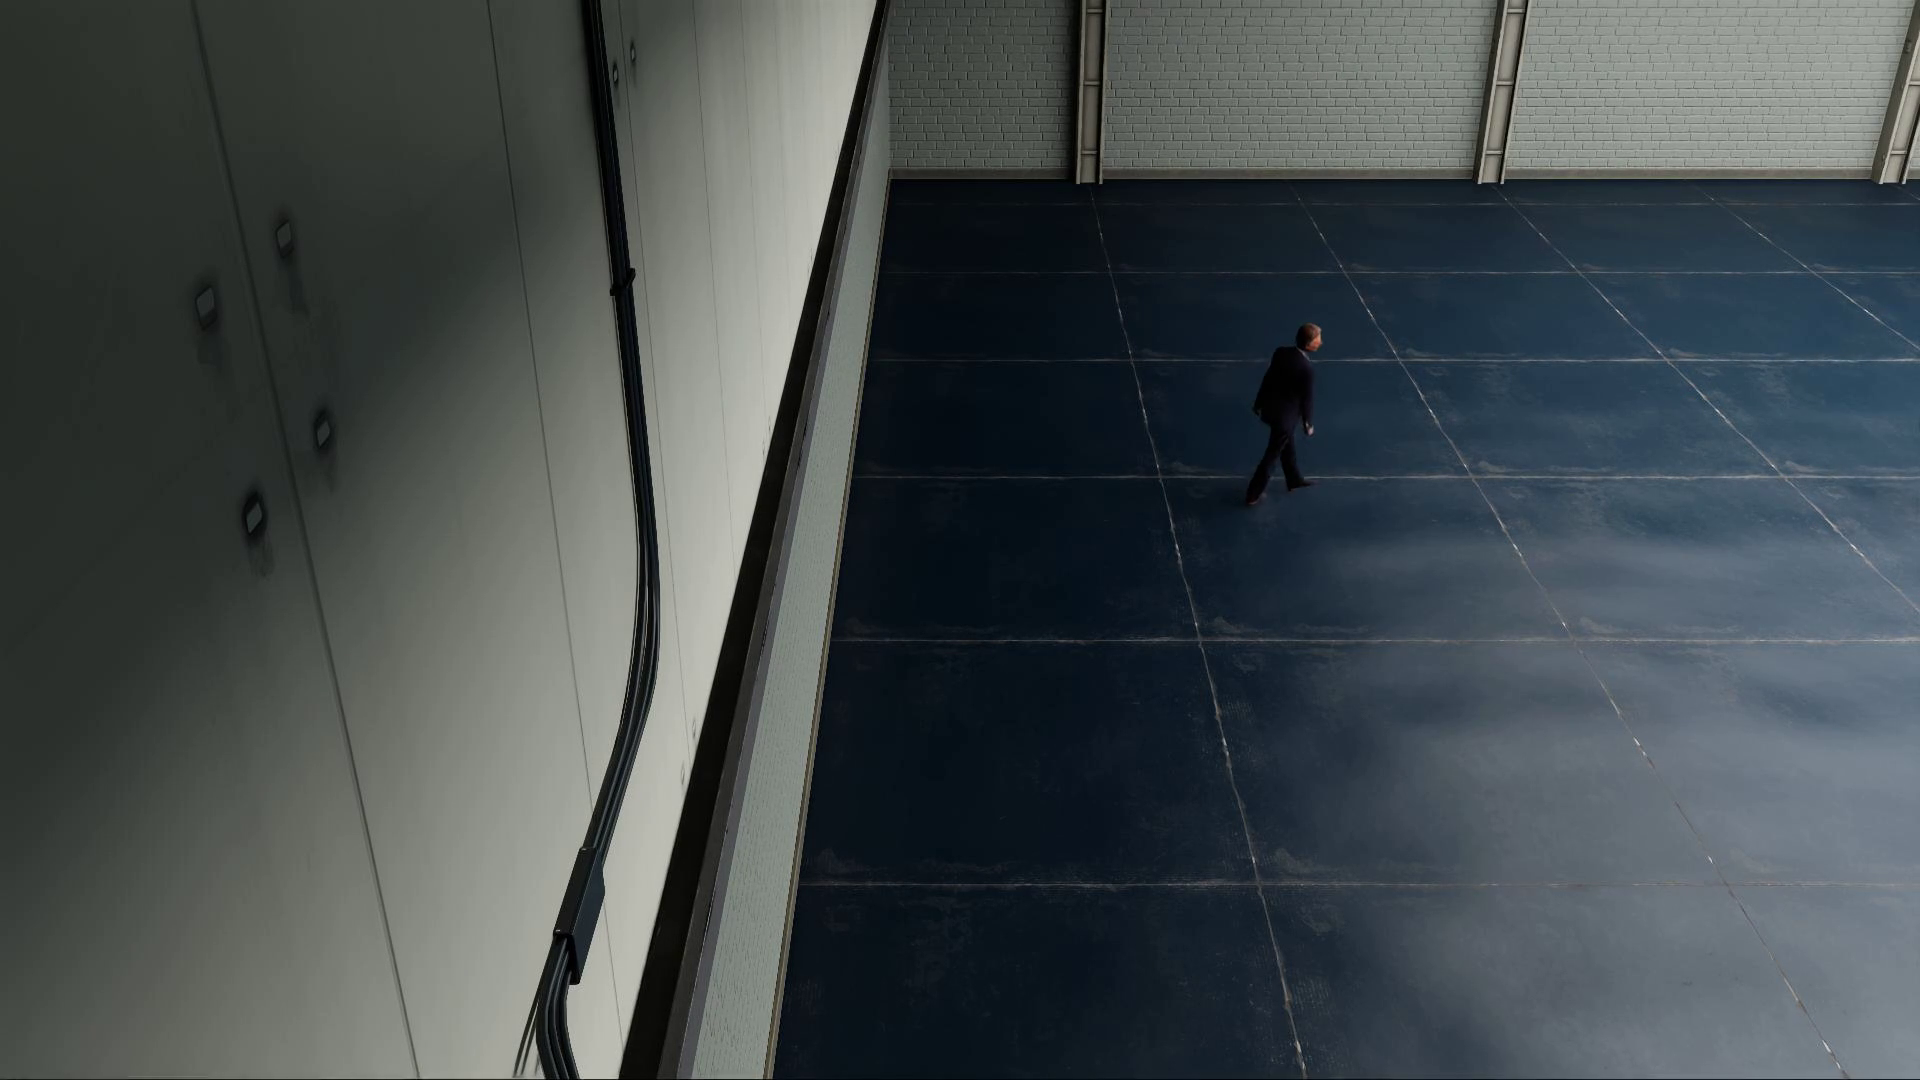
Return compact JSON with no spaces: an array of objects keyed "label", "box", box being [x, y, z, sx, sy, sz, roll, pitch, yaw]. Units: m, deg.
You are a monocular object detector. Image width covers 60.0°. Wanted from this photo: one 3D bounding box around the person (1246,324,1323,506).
[{"label":"person","box":[2.855,-1.134,15.101,1.131,1.760,0.977,-15,31,-26]}]
